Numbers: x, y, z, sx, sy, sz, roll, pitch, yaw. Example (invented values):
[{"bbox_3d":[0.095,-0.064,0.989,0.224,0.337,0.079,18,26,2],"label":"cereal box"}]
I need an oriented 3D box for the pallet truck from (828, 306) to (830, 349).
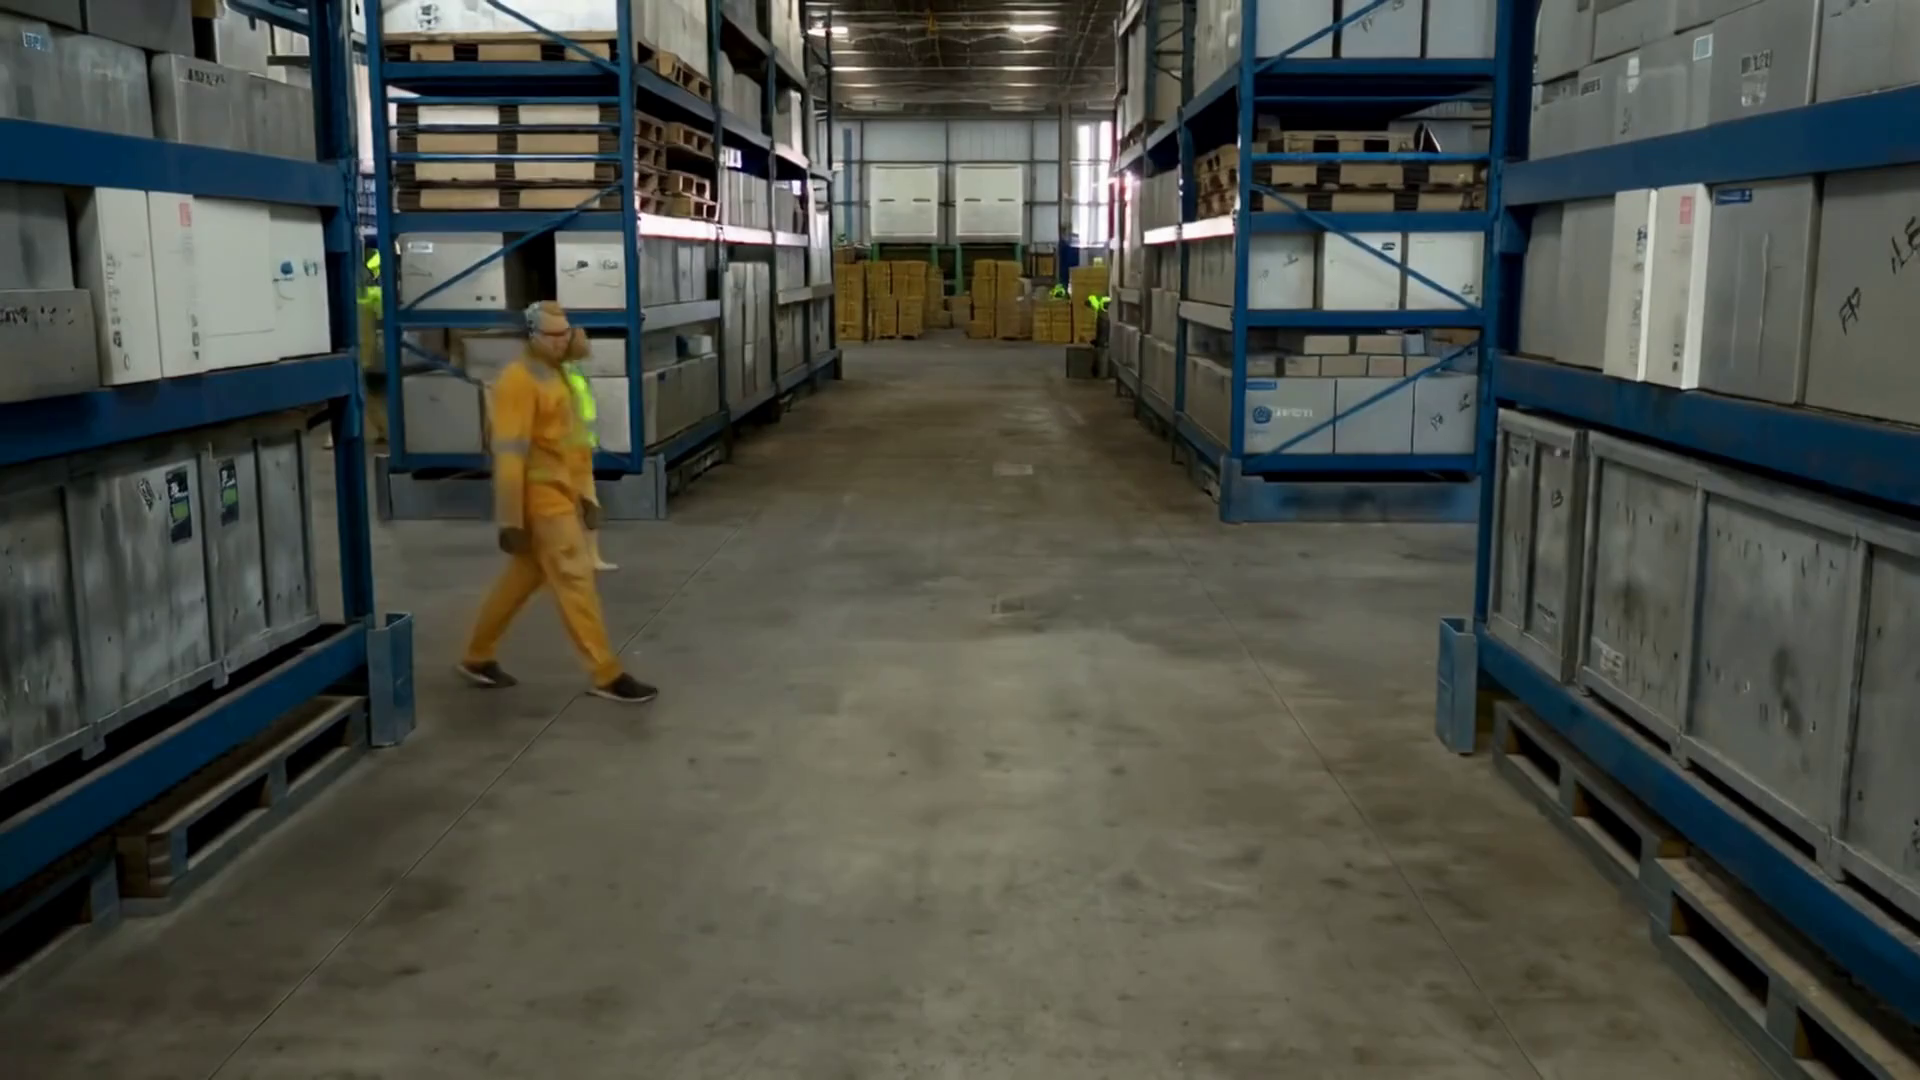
[{"bbox_3d":[-3.100,-3.940,29.800,1.885,1.965,0.823,3,10,19],"label":"pallet truck"}]

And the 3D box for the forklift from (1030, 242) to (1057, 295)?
[{"bbox_3d":[3.230,-10.146,64.339,1.129,2.768,1.873,0,9,1],"label":"forklift"}]

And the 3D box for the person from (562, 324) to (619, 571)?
[{"bbox_3d":[-2.591,-0.593,10.853,0.594,1.627,0.513,-2,10,-9],"label":"person"}]

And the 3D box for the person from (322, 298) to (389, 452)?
[{"bbox_3d":[-6.602,-1.918,18.069,0.644,1.877,0.850,2,10,12],"label":"person"}]

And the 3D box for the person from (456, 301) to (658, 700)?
[{"bbox_3d":[-1.942,-0.175,7.727,1.010,1.864,0.656,1,10,4],"label":"person"}]

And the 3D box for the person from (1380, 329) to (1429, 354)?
[{"bbox_3d":[5.259,-2.256,19.680,0.622,2.015,0.896,0,9,-1],"label":"person"}]
